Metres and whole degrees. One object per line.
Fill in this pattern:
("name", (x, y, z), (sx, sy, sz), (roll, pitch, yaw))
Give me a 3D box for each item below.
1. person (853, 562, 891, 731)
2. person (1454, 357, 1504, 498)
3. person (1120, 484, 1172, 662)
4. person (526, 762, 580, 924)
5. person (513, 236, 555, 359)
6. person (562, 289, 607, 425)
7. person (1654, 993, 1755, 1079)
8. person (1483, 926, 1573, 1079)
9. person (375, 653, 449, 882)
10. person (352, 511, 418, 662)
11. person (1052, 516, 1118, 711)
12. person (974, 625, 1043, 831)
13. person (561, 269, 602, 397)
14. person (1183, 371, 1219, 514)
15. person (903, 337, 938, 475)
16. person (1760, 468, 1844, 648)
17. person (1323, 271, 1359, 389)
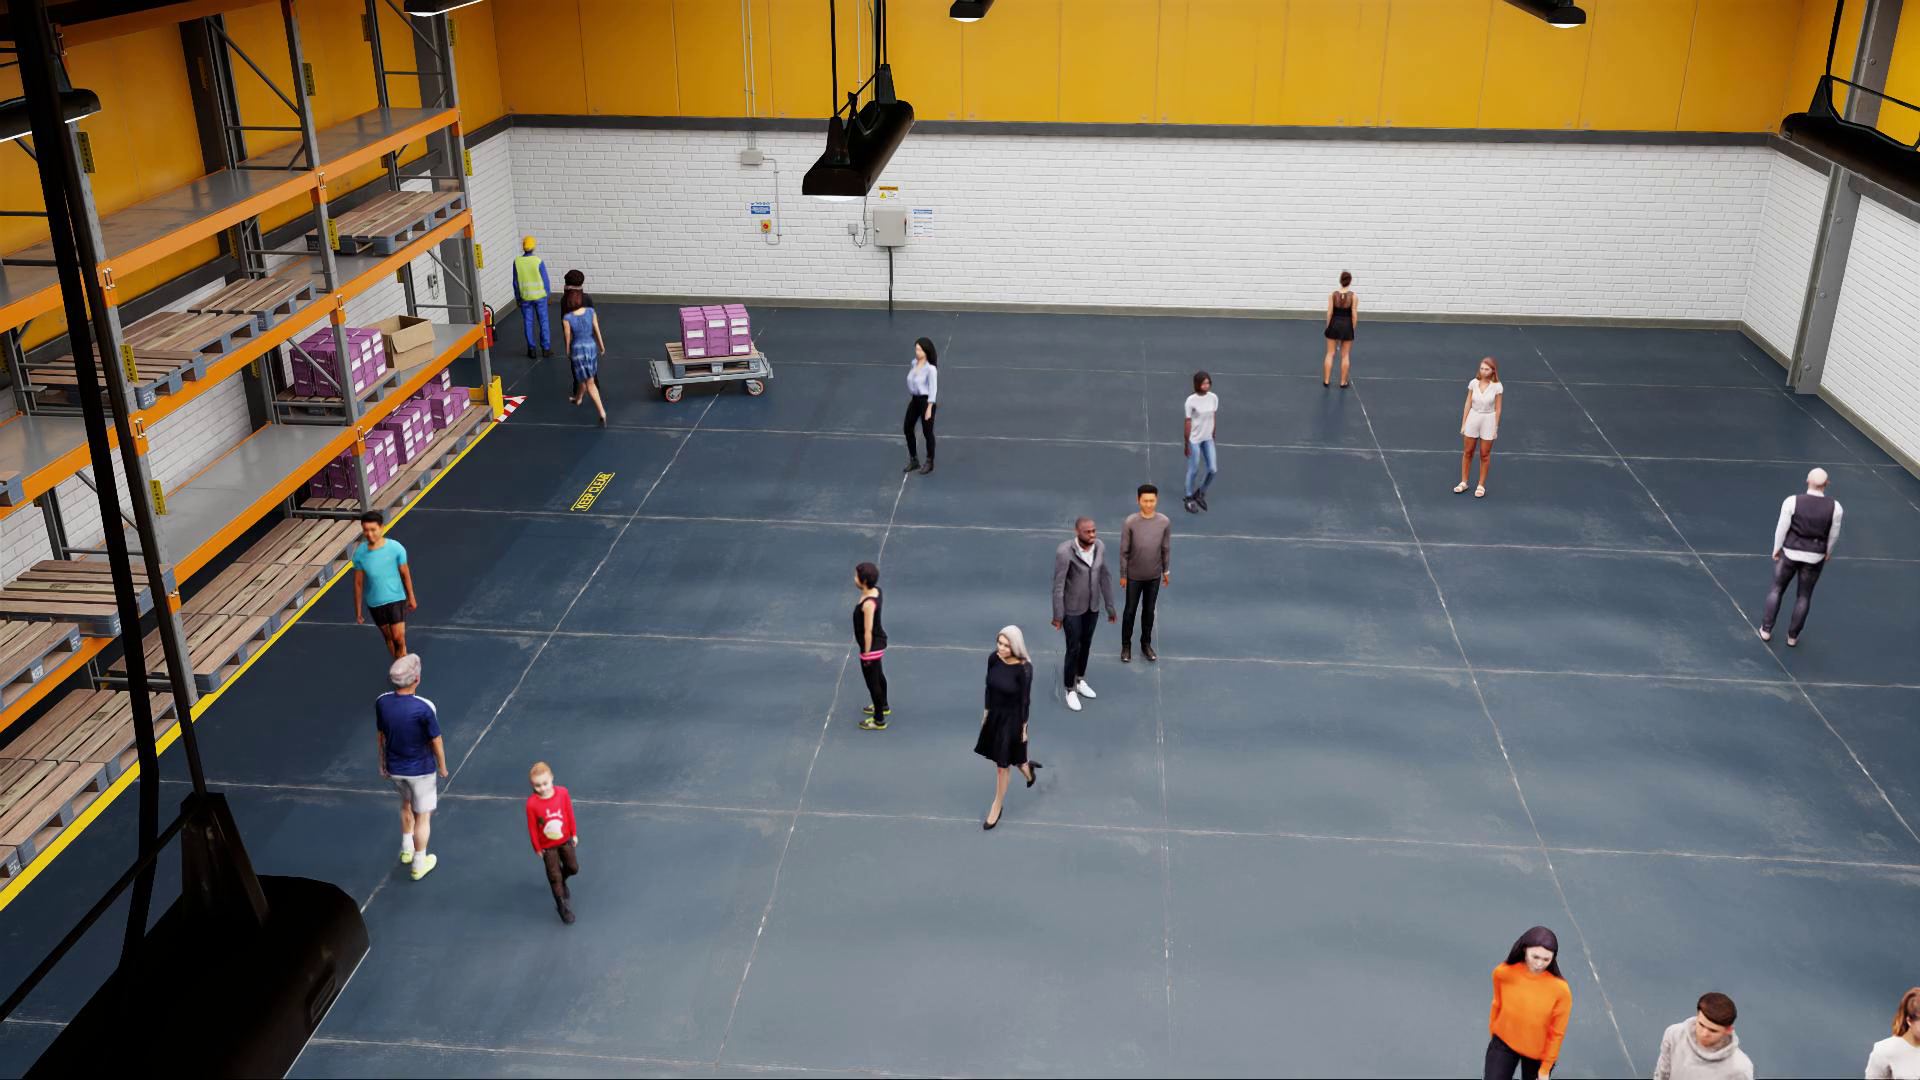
("person", (-0.766, 0.911, 14.657), (0.595, 1.548, 0.443), (2, 24, 4))
("person", (6.162, -1.353, 19.652), (0.654, 1.695, 0.673), (14, 27, 29))
("person", (1.745, 0.299, 15.782), (0.592, 1.768, 0.676), (2, 24, 4))
("person", (-2.985, 2.168, 12.127), (0.683, 1.271, 0.747), (-19, 30, -36))
("person", (-6.340, -3.608, 24.666), (0.737, 1.810, 0.666), (-5, 24, -11))
("person", (-4.894, -2.356, 21.899), (1.209, 1.733, 1.213), (-21, 31, -39))
("person", (4.059, 3.189, 9.095), (0.971, 1.829, 1.052), (21, 31, 39))
("person", (3.344, 2.963, 9.766), (0.946, 1.705, 1.184), (15, 28, 30))
("person", (-4.128, 1.747, 12.410), (0.698, 1.816, 0.661), (6, 24, 13))
("person", (-5.250, 0.533, 15.269), (0.783, 1.750, 1.003), (-3, 24, -7))
("person", (1.050, 0.595, 15.051), (0.891, 1.812, 0.923), (-16, 28, -32))
("person", (0.407, 1.442, 13.211), (0.905, 1.733, 1.023), (19, 30, 36))
("person", (-5.253, -2.869, 23.012), (0.683, 1.781, 0.688), (-4, 24, -9))
("person", (2.715, -1.145, 19.160), (0.733, 1.709, 0.780), (-10, 26, -22))
("person", (-0.383, -1.640, 20.260), (0.848, 1.736, 0.791), (-19, 30, -36))
("person", (8.109, 0.181, 15.991), (0.782, 1.818, 0.759), (10, 25, 21))
("person", (5.343, -2.963, 23.358), (0.636, 1.676, 0.631), (8, 25, 17))
